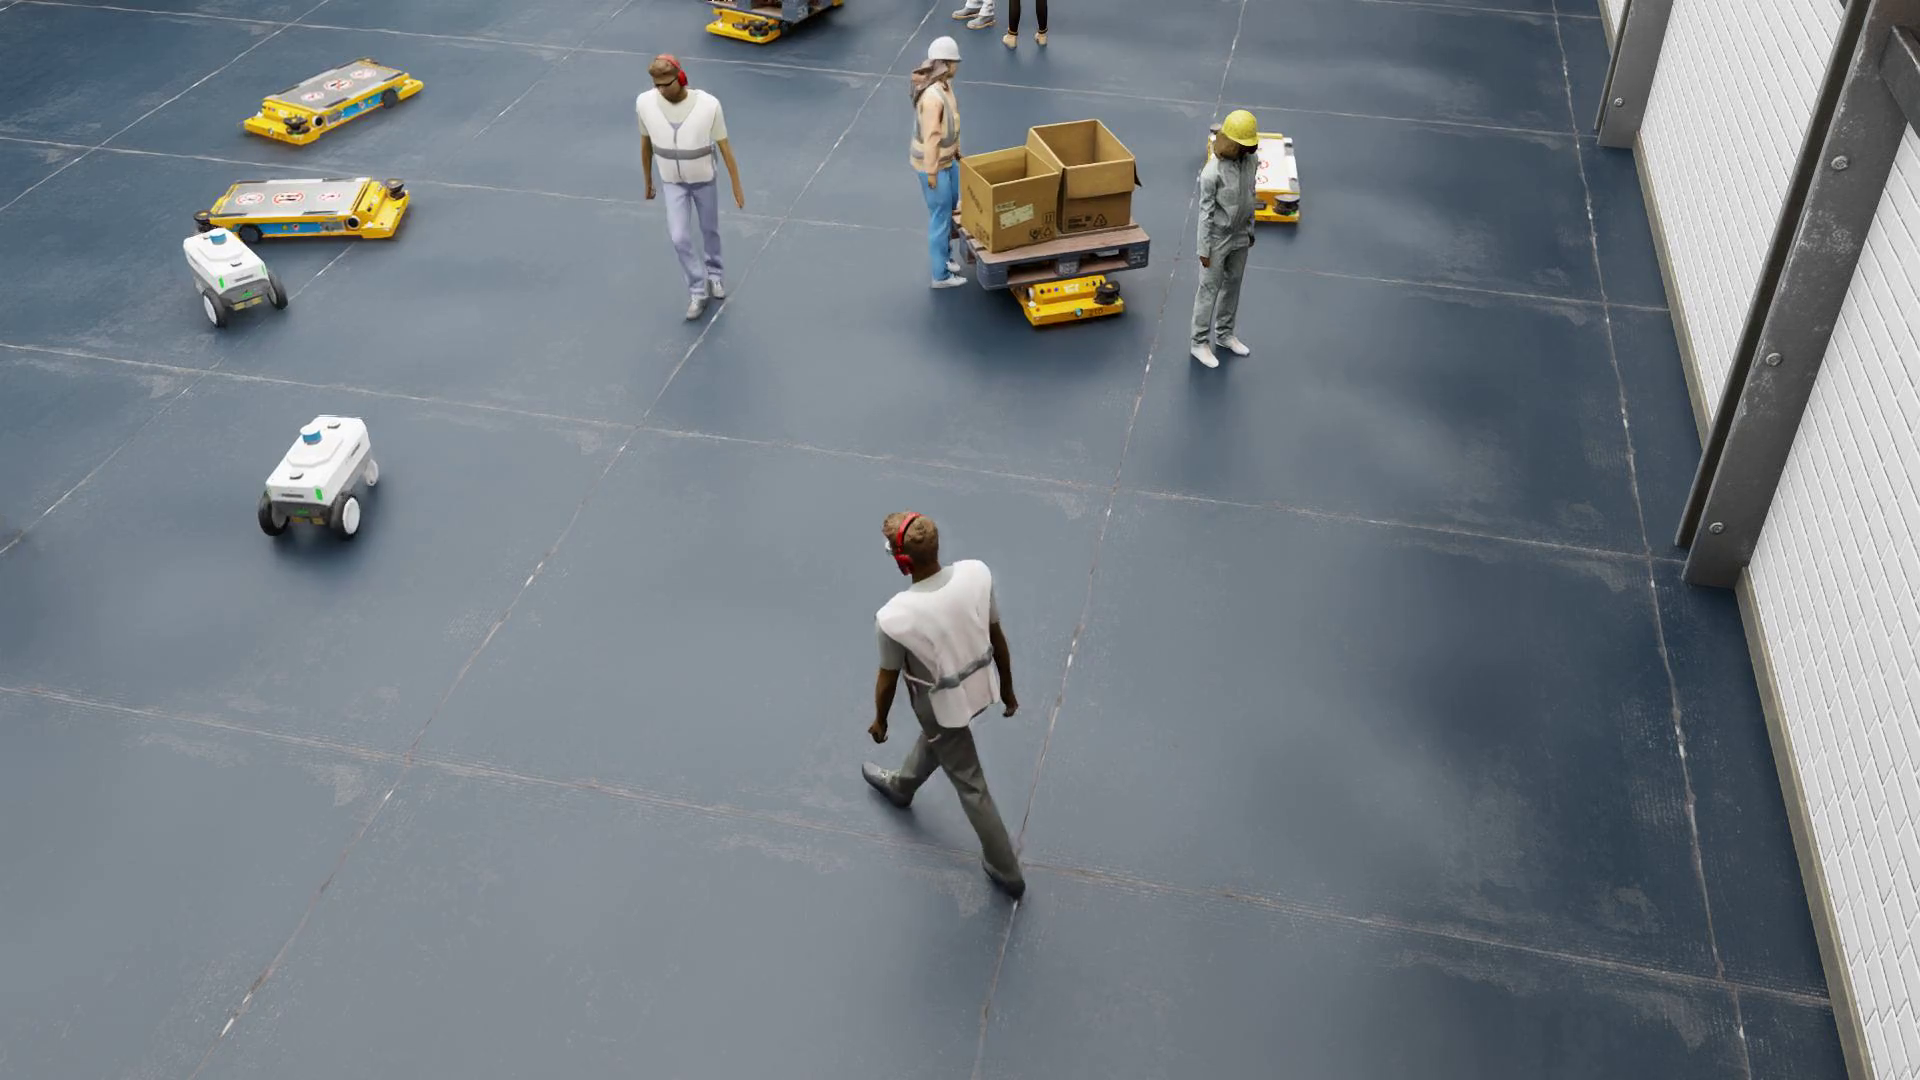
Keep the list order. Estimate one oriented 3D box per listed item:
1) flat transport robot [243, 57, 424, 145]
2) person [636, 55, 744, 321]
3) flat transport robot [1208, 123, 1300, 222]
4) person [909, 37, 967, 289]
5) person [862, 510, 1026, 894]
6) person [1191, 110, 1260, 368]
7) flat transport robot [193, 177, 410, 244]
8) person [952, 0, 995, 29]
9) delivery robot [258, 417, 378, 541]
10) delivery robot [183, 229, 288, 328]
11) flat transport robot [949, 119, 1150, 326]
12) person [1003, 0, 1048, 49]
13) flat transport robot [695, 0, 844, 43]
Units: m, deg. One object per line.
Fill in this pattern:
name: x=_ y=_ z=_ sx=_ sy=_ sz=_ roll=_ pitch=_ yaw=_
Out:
flat transport robot: x=-5.364 y=-3.775 z=14.270 sx=0.659 sy=0.231 sz=1.431 roll=19 pitch=41 yaw=23
person: x=-1.787 y=-2.364 z=11.098 sx=0.690 sy=1.796 sz=0.735 roll=0 pitch=37 yaw=0
flat transport robot: x=2.300 y=-2.893 z=13.090 sx=0.659 sy=0.231 sz=1.431 roll=3 pitch=37 yaw=4
person: x=-0.153 y=-2.612 z=11.532 sx=0.417 sy=1.689 sz=0.562 roll=6 pitch=37 yaw=8
person: x=-0.067 y=0.678 z=7.067 sx=1.049 sy=1.755 sz=0.568 roll=30 pitch=46 yaw=34
person: x=1.700 y=-1.909 z=10.553 sx=0.490 sy=1.729 sz=0.321 roll=-28 pitch=45 yaw=-32
flat transport robot: x=-4.954 y=-2.486 z=12.545 sx=1.431 sy=0.231 sz=0.659 roll=-2 pitch=37 yaw=-3
person: x=0.163 y=-5.778 z=15.604 sx=0.355 sy=1.882 sz=0.573 roll=-16 pitch=40 yaw=-21
delivery robot: x=-3.645 y=-0.357 z=9.472 sx=0.499 sy=0.613 sz=0.796 roll=4 pitch=37 yaw=5
delivery robot: x=-5.039 y=-1.853 z=11.453 sx=0.499 sy=0.587 sz=0.788 roll=-27 pitch=44 yaw=-31
flat transport robot: x=0.607 y=-1.979 z=11.867 sx=0.659 sy=0.231 sz=1.431 roll=-10 pitch=38 yaw=-14
person: x=0.615 y=-5.355 z=15.198 sx=0.532 sy=1.691 sz=0.322 roll=-7 pitch=37 yaw=-9
flat transport robot: x=-1.776 y=-5.158 z=16.121 sx=0.659 sy=0.231 sz=1.431 roll=19 pitch=41 yaw=24
